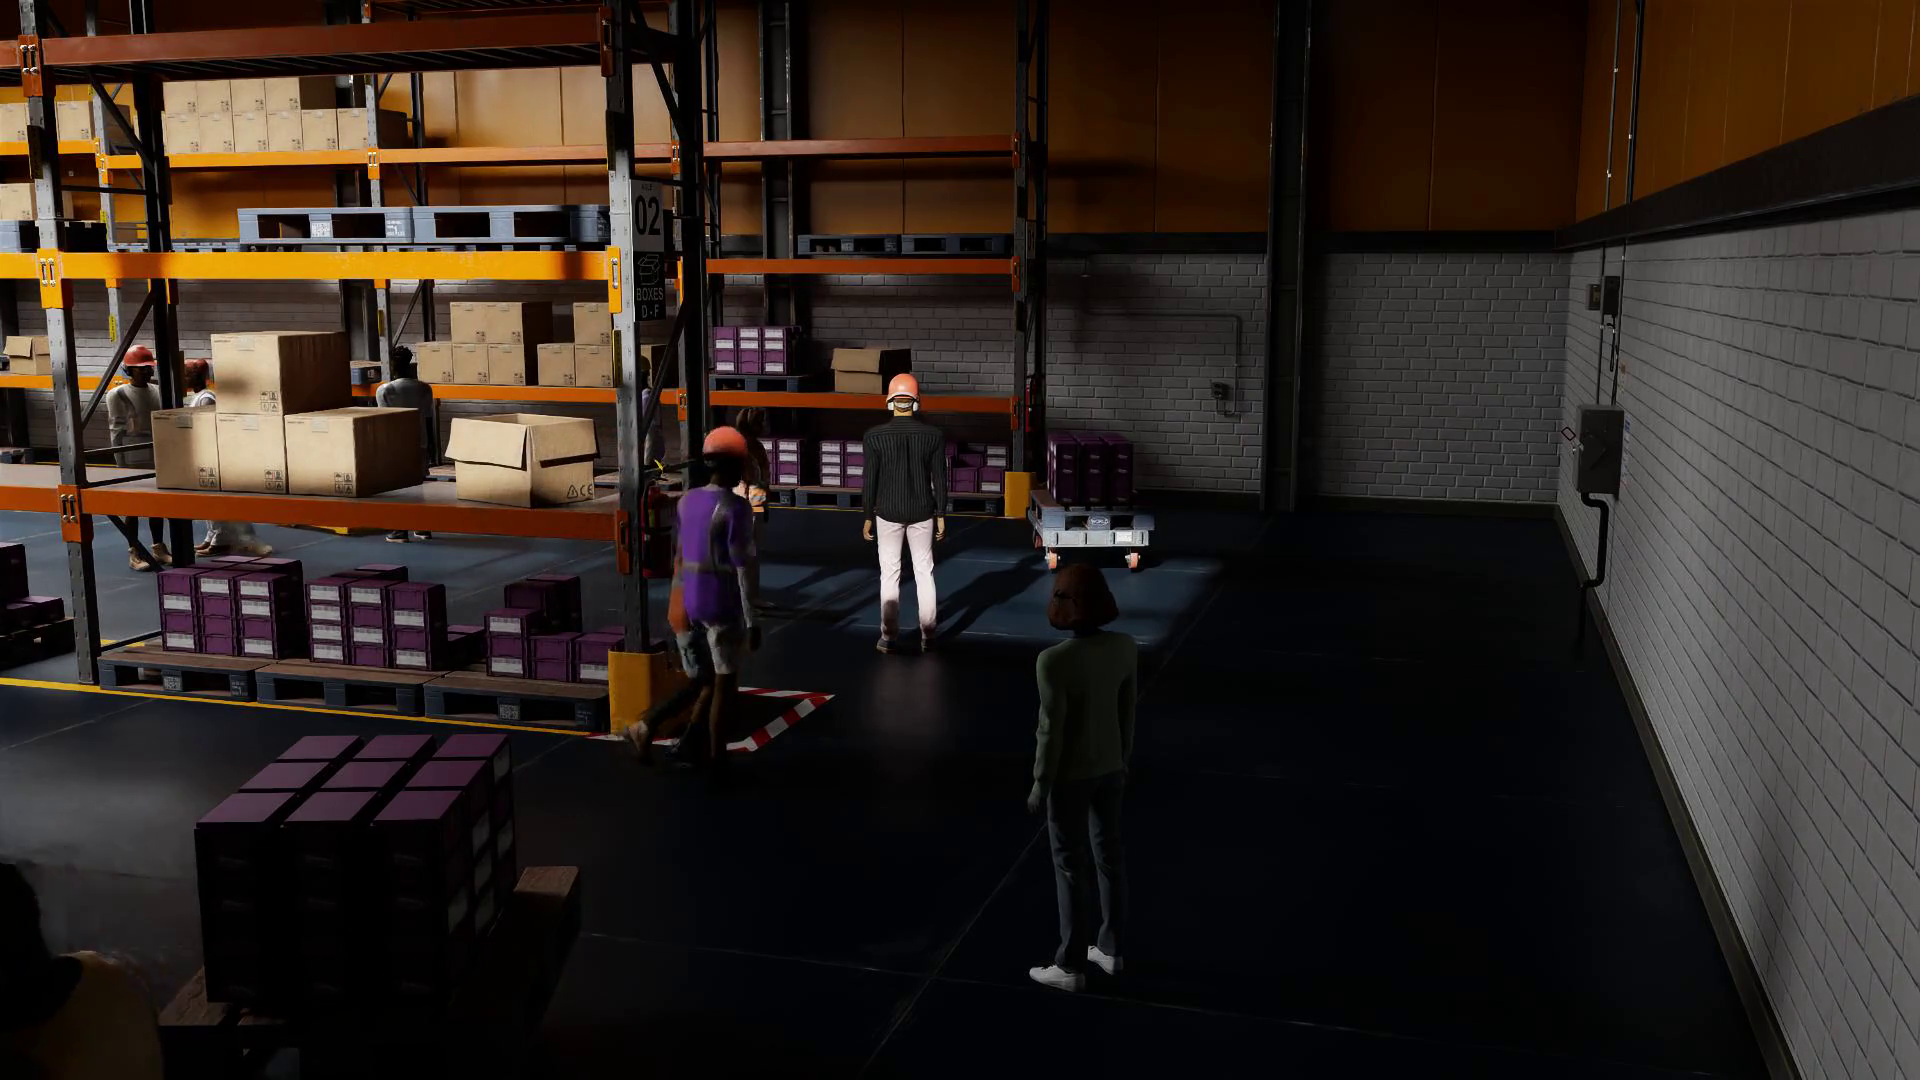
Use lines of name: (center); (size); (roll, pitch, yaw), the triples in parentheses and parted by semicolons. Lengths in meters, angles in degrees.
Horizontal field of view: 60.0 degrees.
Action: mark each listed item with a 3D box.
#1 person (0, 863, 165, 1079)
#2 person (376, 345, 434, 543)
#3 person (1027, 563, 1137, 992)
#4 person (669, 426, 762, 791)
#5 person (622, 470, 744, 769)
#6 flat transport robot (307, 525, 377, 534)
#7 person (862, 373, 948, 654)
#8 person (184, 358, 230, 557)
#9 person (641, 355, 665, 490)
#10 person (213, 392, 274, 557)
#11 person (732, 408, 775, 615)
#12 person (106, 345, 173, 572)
person: (-1.515, 1.388, 2.792); (0.434, 1.818, 0.653); (-2, 9, -11)
person: (-5.538, -0.956, 16.616); (0.362, 1.965, 0.612); (8, 12, 39)
person: (0.467, 0.897, 6.333); (0.507, 1.632, 0.278); (-8, 12, -40)
person: (-1.250, 0.363, 8.759); (0.488, 1.905, 0.645); (-9, 13, -42)
person: (-1.498, 0.447, 9.006); (0.551, 1.666, 0.549); (-1, 9, -5)
flat transport robot: (-6.591, -0.261, 17.533); (1.431, 0.197, 0.652); (7, 12, 36)
person: (-0.396, -0.185, 11.829); (0.616, 1.993, 0.395); (-1, 9, -9)
person: (-7.172, -0.780, 15.795); (0.341, 1.882, 0.587); (-6, 11, -31)
person: (-3.004, -0.808, 15.850); (0.383, 1.922, 0.587); (-2, 10, -12)
person: (-6.843, -0.753, 15.862); (0.791, 1.807, 0.652); (4, 10, 22)
person: (-1.662, -0.233, 13.203); (0.308, 1.641, 0.511); (2, 10, 11)
person: (-7.377, -0.743, 15.084); (0.377, 2.044, 0.608); (4, 10, 26)
